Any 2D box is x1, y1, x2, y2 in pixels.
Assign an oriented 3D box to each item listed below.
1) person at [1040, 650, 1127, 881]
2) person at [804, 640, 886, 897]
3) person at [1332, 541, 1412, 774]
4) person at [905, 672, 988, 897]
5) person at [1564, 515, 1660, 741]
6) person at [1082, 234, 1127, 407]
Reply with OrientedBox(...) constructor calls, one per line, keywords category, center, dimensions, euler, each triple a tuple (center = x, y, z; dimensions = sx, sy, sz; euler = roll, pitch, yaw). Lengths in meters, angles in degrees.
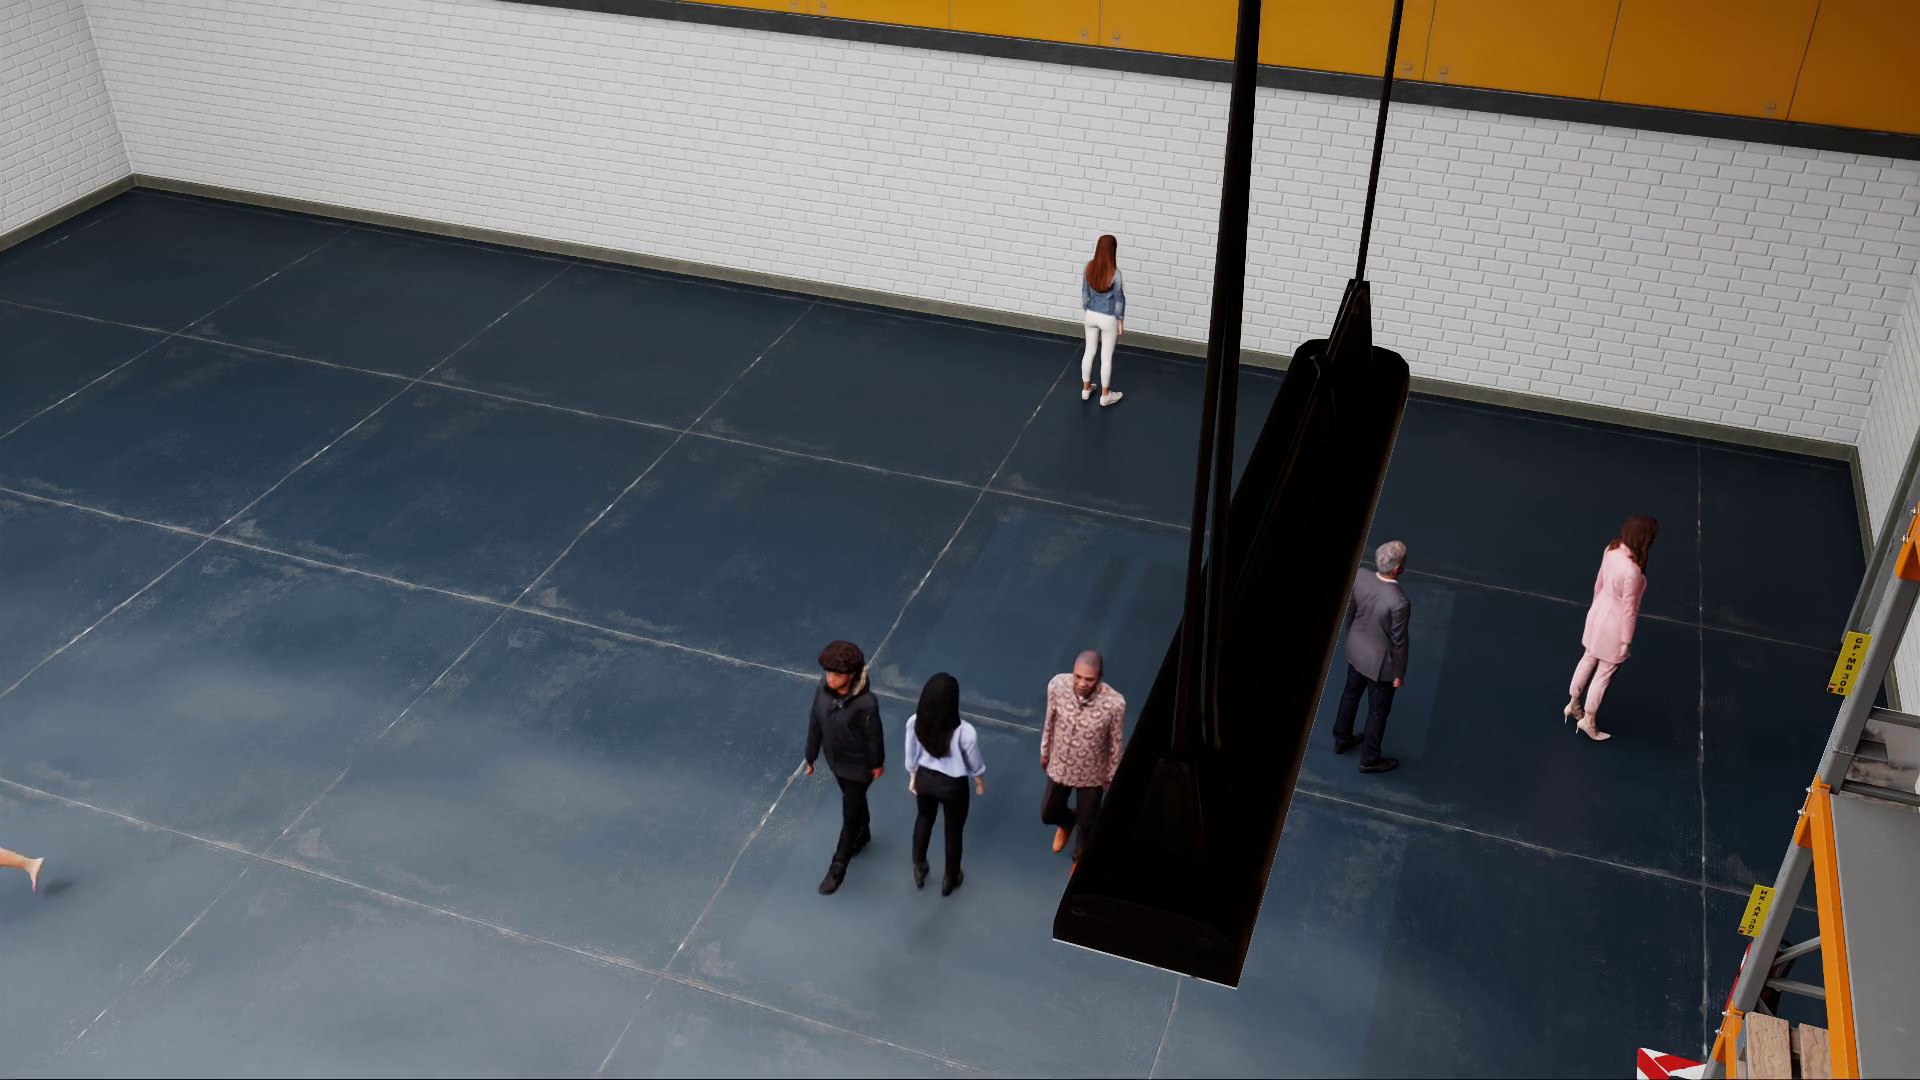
OrientedBox(category="person", center=(0.774, 1.366, 10.502), dimensions=(0.700, 1.794, 0.729), euler=(13, 36, 19))
OrientedBox(category="person", center=(-0.662, 1.324, 10.603), dimensions=(0.772, 1.751, 1.003), euler=(19, 38, 27))
OrientedBox(category="person", center=(2.837, 0.777, 11.344), dimensions=(0.835, 1.842, 0.803), euler=(-18, 38, -25))
OrientedBox(category="person", center=(-0.123, 1.558, 10.256), dimensions=(0.657, 1.746, 0.546), euler=(13, 36, 19))
OrientedBox(category="person", center=(4.533, 0.608, 11.635), dimensions=(0.752, 1.801, 0.625), euler=(-4, 34, -6))
OrientedBox(category="person", center=(1.342, -2.092, 15.787), dimensions=(0.675, 1.702, 0.622), euler=(23, 40, 30))
